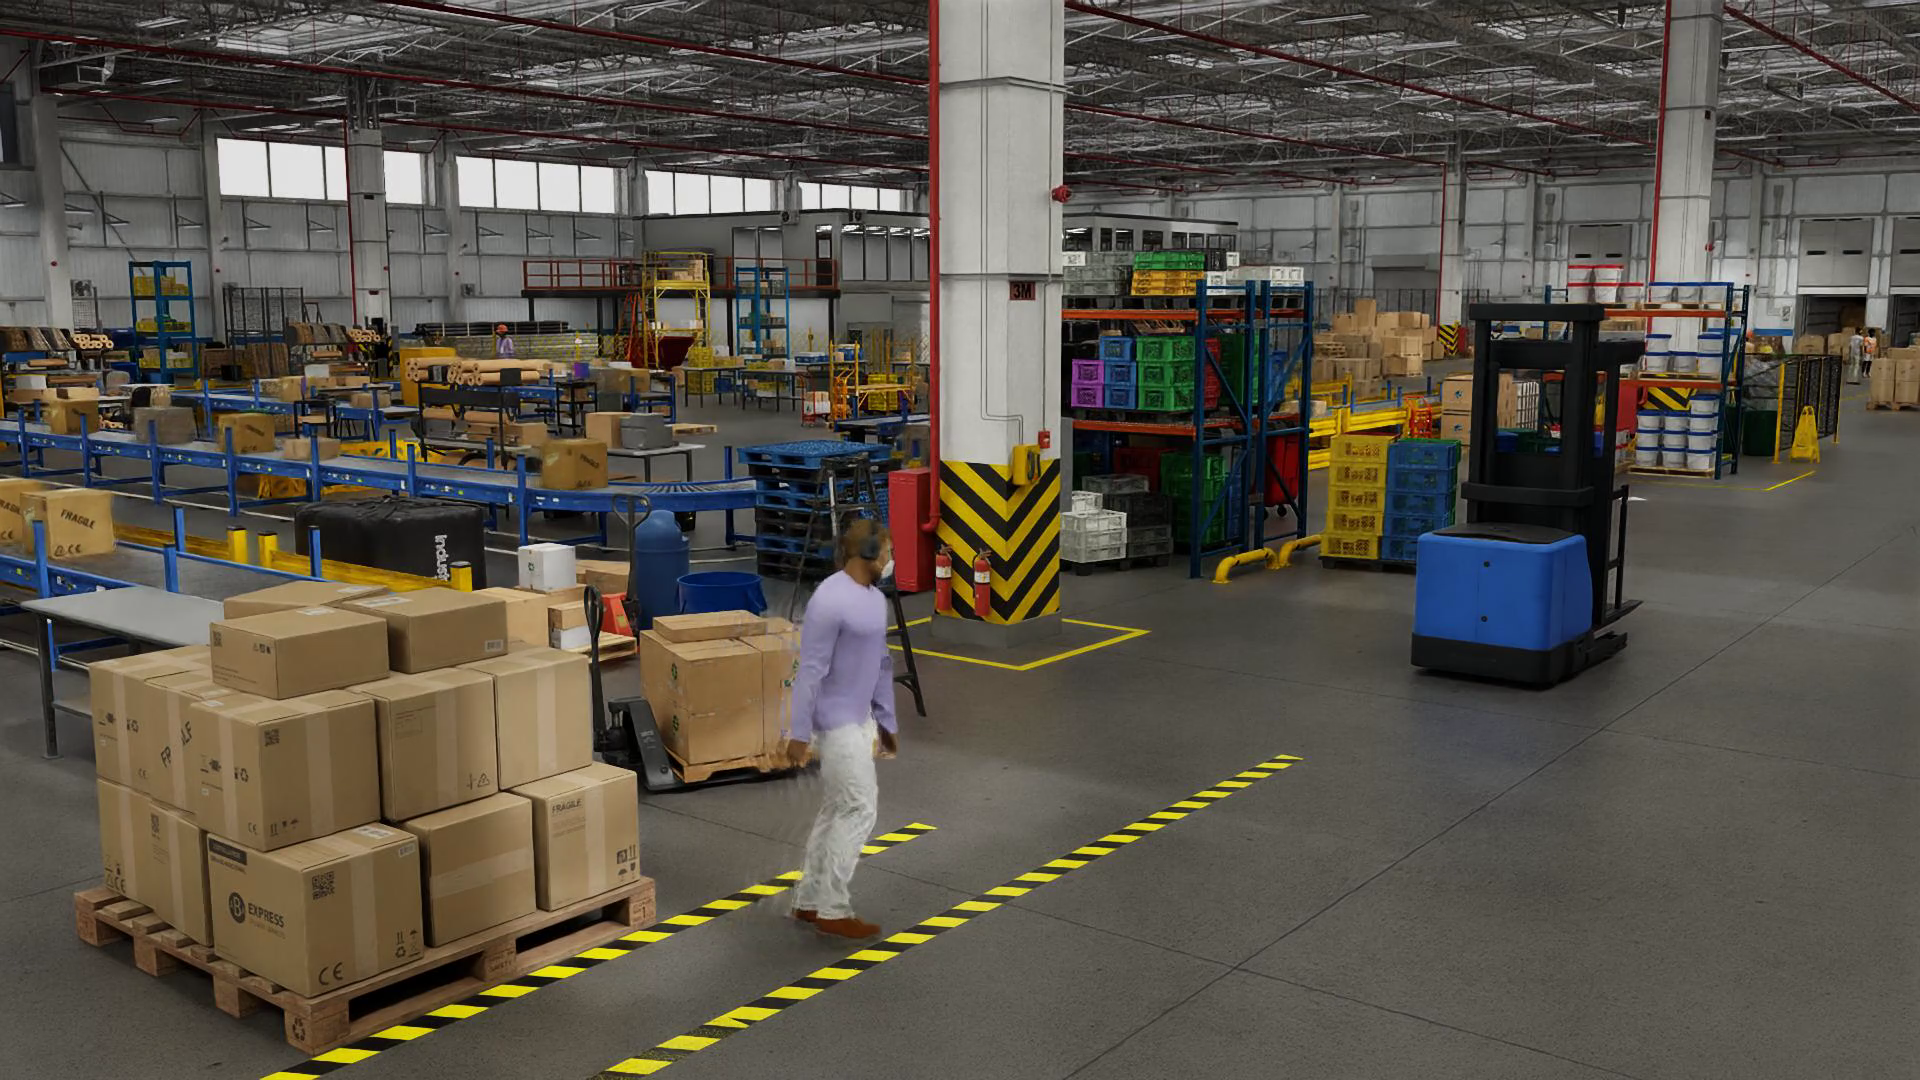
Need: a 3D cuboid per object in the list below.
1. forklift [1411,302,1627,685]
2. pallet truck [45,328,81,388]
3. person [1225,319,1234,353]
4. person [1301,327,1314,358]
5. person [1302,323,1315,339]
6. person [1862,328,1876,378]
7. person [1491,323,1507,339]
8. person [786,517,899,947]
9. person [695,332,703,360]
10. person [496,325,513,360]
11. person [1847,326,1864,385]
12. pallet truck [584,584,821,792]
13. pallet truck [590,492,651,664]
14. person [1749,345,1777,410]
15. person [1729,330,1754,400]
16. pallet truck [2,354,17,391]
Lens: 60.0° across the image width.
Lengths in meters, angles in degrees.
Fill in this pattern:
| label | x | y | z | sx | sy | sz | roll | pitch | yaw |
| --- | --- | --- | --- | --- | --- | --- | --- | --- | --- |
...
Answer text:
| label | x | y | z | sx | sy | sz | roll | pitch | yaw |
| --- | --- | --- | --- | --- | --- | --- | --- | --- | --- |
| forklift | 4.379 | -0.438 | 12.852 | 1.129 | 2.768 | 1.873 | 7 | 11 | 37 |
| pallet truck | -23.775 | -4.544 | 43.495 | 1.885 | 1.965 | 0.823 | 6 | 10 | 35 |
| person | 10.796 | -7.953 | 66.694 | 0.376 | 1.932 | 0.543 | 2 | 9 | 15 |
| person | 10.570 | -5.613 | 50.710 | 0.396 | 1.992 | 0.623 | 1 | 9 | 7 |
| person | 16.180 | -9.455 | 77.183 | 0.629 | 1.831 | 0.610 | -2 | 9 | -11 |
| person | 31.240 | -6.419 | 57.131 | 0.535 | 1.699 | 0.322 | -4 | 9 | -24 |
| person | 16.042 | -5.462 | 49.537 | 0.535 | 2.000 | 0.687 | -7 | 11 | -41 |
| person | -0.499 | 0.849 | 7.504 | 0.547 | 1.884 | 0.709 | 2 | 9 | 14 |
| person | -10.211 | -7.658 | 64.910 | 0.349 | 1.878 | 0.577 | 2 | 9 | 14 |
| person | -12.458 | -4.856 | 45.437 | 0.605 | 2.045 | 0.377 | 6 | 10 | 35 |
| person | 28.397 | -5.837 | 52.697 | 0.328 | 1.859 | 0.509 | -3 | 9 | -18 |
| pallet truck | -1.426 | 0.805 | 10.019 | 1.601 | 1.201 | 0.680 | -4 | 9 | -26 |
| pallet truck | -3.115 | 0.344 | 12.883 | 0.653 | 1.274 | 1.630 | 7 | 11 | 37 |
| person | 16.778 | -3.166 | 34.790 | 0.613 | 1.818 | 0.512 | -2 | 9 | -14 |
| person | 21.237 | -4.754 | 45.277 | 0.701 | 1.893 | 0.712 | 6 | 10 | 33 |
| pallet truck | -24.881 | -4.417 | 42.634 | 1.885 | 1.965 | 0.823 | 8 | 11 | 41 |
